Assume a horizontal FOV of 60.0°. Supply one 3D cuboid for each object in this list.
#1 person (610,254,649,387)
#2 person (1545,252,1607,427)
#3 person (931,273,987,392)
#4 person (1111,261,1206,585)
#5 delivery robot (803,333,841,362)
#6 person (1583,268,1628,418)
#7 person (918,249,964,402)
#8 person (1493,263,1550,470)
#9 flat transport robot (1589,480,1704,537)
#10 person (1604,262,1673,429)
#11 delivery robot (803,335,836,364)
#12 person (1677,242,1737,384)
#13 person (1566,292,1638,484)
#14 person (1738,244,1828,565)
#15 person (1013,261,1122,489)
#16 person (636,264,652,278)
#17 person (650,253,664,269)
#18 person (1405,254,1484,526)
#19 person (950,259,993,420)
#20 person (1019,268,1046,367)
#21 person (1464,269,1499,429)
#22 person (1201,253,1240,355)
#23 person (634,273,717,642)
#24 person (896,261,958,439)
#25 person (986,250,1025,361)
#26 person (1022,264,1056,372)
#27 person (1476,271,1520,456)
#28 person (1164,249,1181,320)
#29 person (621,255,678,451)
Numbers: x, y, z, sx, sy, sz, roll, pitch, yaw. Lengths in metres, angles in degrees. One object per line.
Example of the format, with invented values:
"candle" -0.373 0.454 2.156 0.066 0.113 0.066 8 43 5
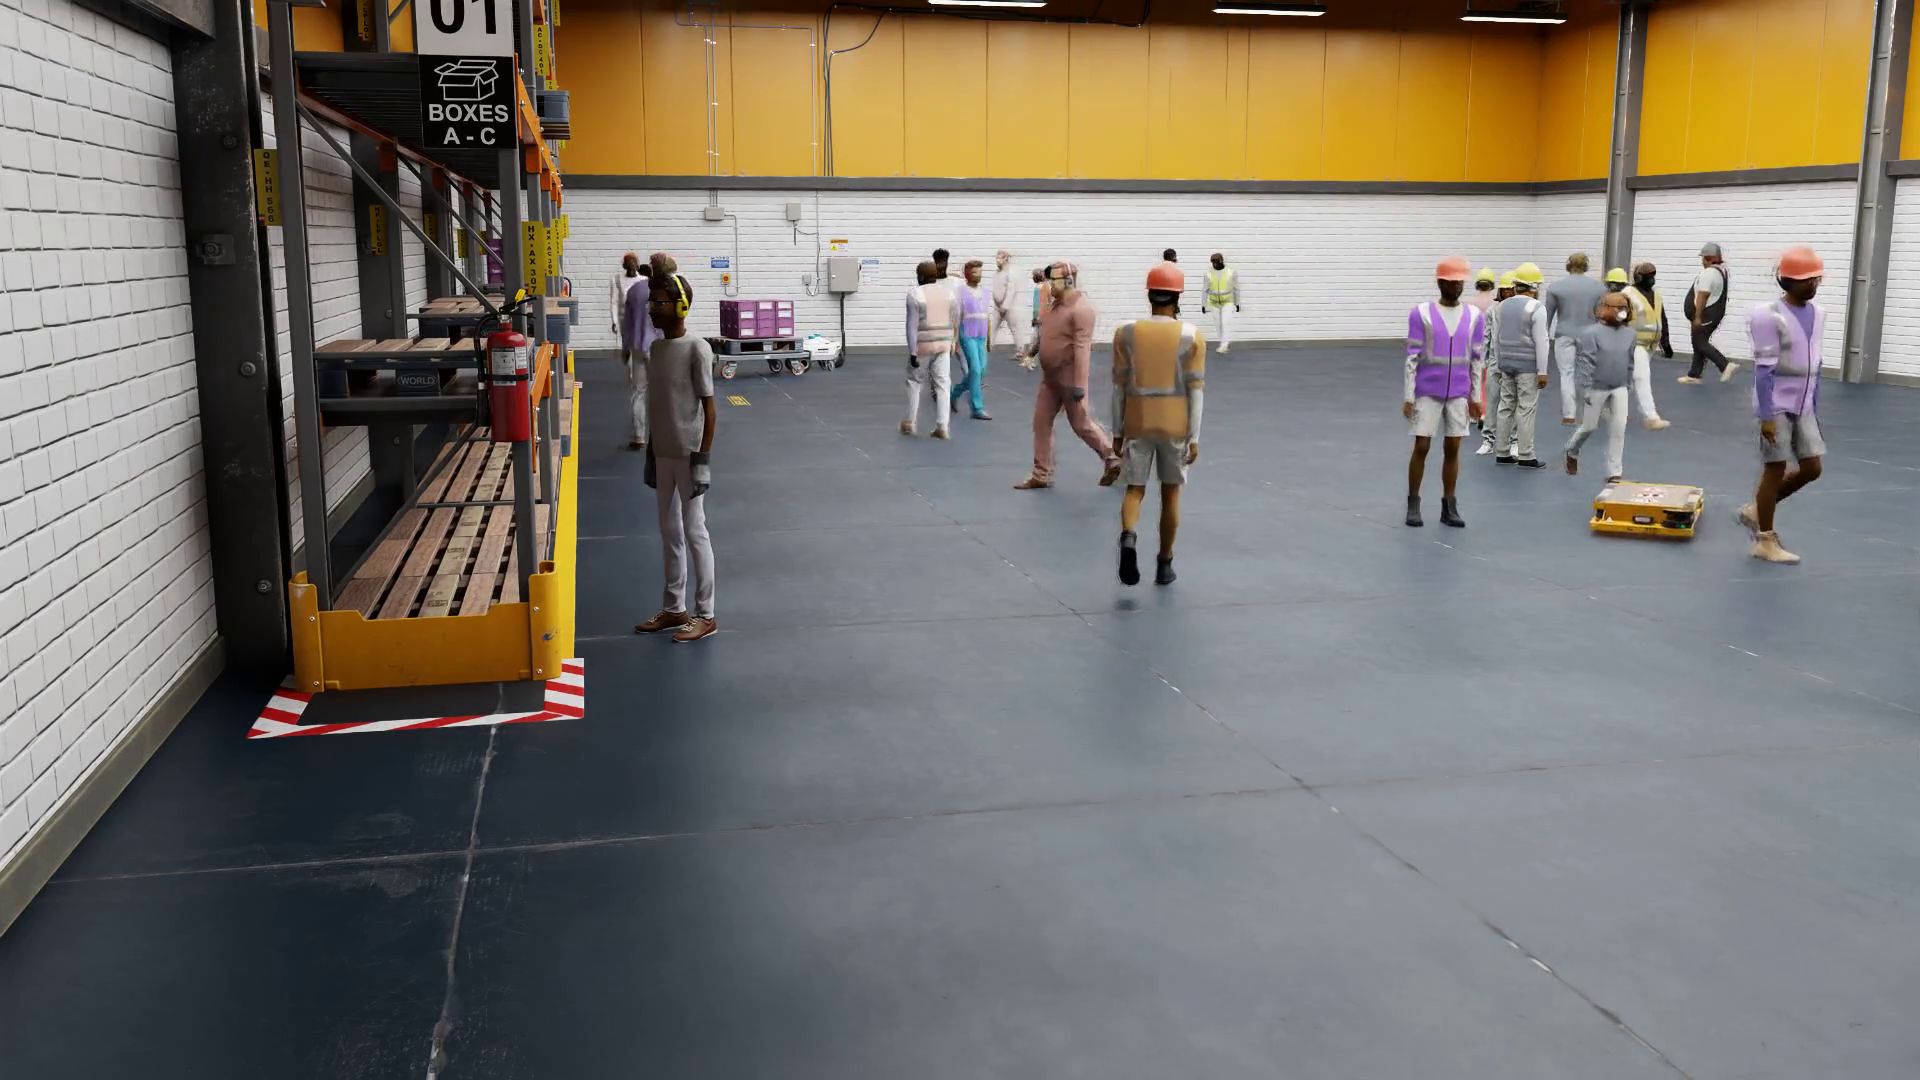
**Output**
"person" -4.505 -2.995 22.844 0.576 1.835 0.967 -2 10 -11
"person" 6.760 -2.228 18.443 0.657 1.892 0.975 1 10 3
"person" -0.051 -2.739 22.119 0.840 1.590 0.503 6 12 28
"person" 1.131 -0.650 9.649 0.547 1.922 0.681 3 11 16
"delivery robot" -2.265 -3.054 26.483 0.707 0.478 0.477 4 11 20
"person" 7.505 -2.274 19.201 0.539 1.718 0.937 -2 10 -13
"person" -0.221 -2.711 21.062 0.633 1.911 0.983 -1 10 -5
"person" 5.029 -1.546 14.846 0.404 1.832 0.597 -5 11 -26
"flat transport robot" 4.948 -0.240 11.938 0.652 0.197 1.431 5 11 26
"person" 7.445 -2.131 18.210 0.633 1.801 0.956 -6 12 -31
"delivery robot" -2.300 -2.940 25.852 0.707 0.478 0.477 -5 11 -26
"person" 10.570 -3.190 23.381 0.770 2.000 0.689 9 14 42
"person" 5.378 -1.272 13.925 0.492 1.613 0.701 -1 10 -6
"person" 5.175 -0.840 10.452 0.616 2.016 0.539 -5 11 -24
"person" 0.928 -1.341 13.624 0.898 1.878 0.652 -5 11 -25
"person" -4.646 -3.312 25.064 0.416 1.668 0.567 -10 14 -44
"person" -4.264 -3.130 23.584 0.903 1.843 0.598 6 12 29
"person" 3.443 -1.055 11.839 0.549 1.938 0.368 0 10 -1
"person" 0.103 -2.294 19.022 0.715 1.824 0.571 9 14 41
"person" 1.377 -3.530 26.498 0.847 1.595 0.512 3 11 15
"person" 5.701 -2.086 18.135 0.525 1.730 0.869 4 11 23
"person" 4.628 -4.202 29.670 0.654 1.800 0.775 5 11 26
"person" -1.451 -0.418 8.495 0.515 1.872 0.328 10 14 42
"person" -0.363 -1.971 17.257 0.623 1.810 0.832 -6 12 -29
"person" 0.668 -3.918 27.926 1.022 1.850 0.657 -6 12 -30
"person" 1.320 -3.412 25.653 0.785 1.672 0.537 -3 11 -15
"person" 5.163 -1.658 15.718 0.492 1.742 0.316 6 12 29
"person" 3.574 -3.920 27.887 0.953 1.878 0.599 1 10 8
"person" -2.982 -1.774 15.972 0.758 1.898 0.372 6 12 32
